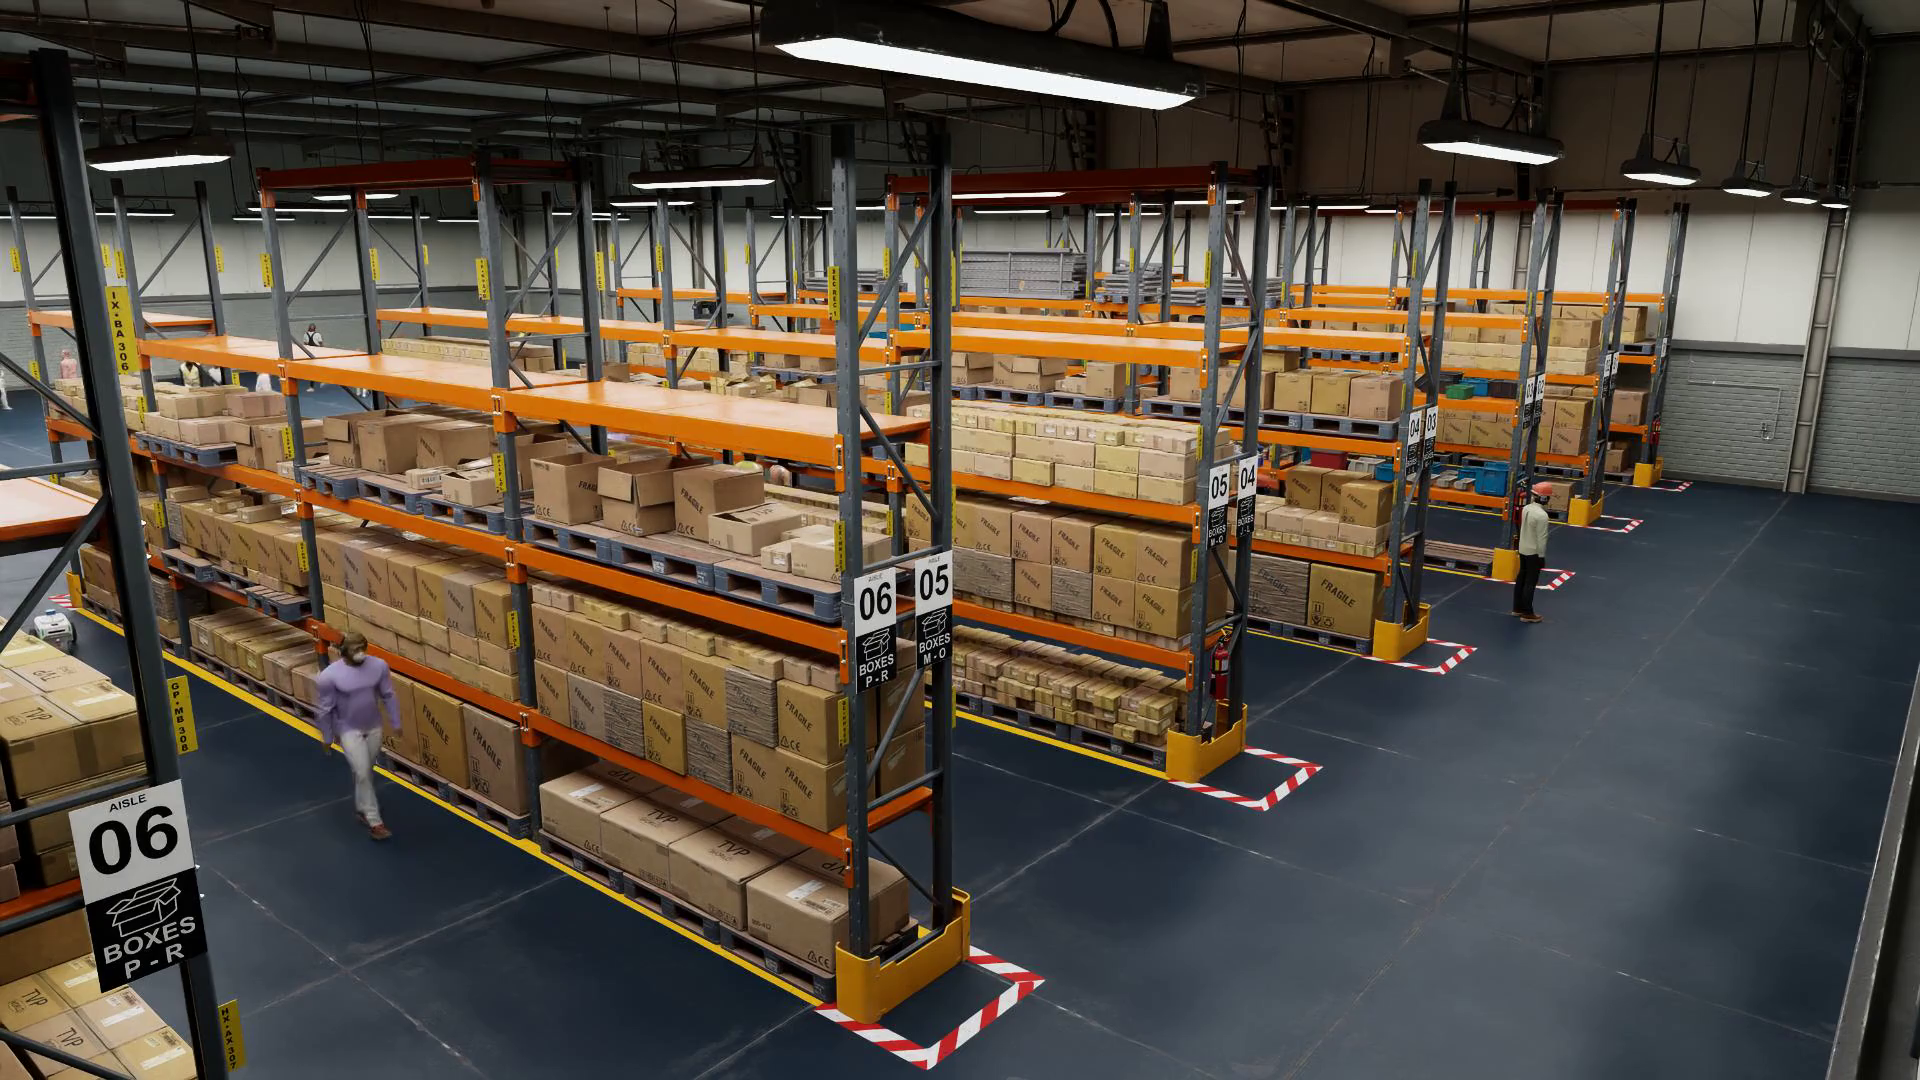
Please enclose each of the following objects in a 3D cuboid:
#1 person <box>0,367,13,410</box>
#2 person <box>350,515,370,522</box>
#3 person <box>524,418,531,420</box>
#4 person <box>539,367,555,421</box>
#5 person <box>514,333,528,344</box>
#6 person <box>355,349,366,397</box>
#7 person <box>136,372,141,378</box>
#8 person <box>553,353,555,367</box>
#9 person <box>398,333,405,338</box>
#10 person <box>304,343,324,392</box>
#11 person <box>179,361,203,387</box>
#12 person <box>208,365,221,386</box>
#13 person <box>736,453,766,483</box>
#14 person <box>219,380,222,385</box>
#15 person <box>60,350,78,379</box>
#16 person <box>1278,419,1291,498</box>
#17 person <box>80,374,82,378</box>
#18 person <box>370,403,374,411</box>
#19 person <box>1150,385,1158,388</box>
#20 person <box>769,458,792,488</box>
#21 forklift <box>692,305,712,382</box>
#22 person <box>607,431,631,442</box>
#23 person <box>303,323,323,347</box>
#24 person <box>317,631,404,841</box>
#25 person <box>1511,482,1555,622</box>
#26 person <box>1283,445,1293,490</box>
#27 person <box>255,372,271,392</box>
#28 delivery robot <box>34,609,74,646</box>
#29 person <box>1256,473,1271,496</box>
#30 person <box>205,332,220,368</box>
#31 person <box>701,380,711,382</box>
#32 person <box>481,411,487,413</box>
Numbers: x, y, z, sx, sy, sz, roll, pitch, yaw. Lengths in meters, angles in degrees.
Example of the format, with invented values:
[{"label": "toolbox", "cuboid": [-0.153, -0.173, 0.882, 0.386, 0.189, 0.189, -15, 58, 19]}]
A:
[{"label": "person", "cuboid": [-29.984, -4.852, 39.201, 0.588, 1.619, 0.524, -5, 14, -18]}, {"label": "person", "cuboid": [-11.403, -1.238, 23.657, 0.379, 1.950, 0.609, -8, 16, -31]}, {"label": "person", "cuboid": [-12.542, -4.276, 36.401, 0.540, 1.828, 0.632, -4, 14, -16]}, {"label": "person", "cuboid": [-11.676, -4.171, 35.885, 0.829, 1.880, 0.650, 7, 15, 25]}, {"label": "person", "cuboid": [-16.436, -6.858, 47.152, 0.950, 1.779, 0.632, 13, 19, 42]}, {"label": "person", "cuboid": [-20.291, -5.656, 42.536, 0.529, 1.599, 0.776, -10, 17, -35]}, {"label": "person", "cuboid": [-25.131, -4.885, 38.826, 1.019, 1.881, 0.560, 0, 14, 1]}, {"label": "person", "cuboid": [-11.764, -4.479, 36.805, 0.395, 2.040, 0.609, -3, 14, -11]}, {"label": "person", "cuboid": [-21.846, -7.294, 49.255, 0.525, 1.618, 0.448, 1, 14, 4]}, {"label": "person", "cuboid": [-22.502, -5.991, 43.734, 0.478, 1.686, 0.547, -1, 14, -3]}, {"label": "person", "cuboid": [-23.446, -4.755, 38.472, 0.628, 1.795, 0.933, -6, 15, -23]}, {"label": "person", "cuboid": [-21.863, -4.486, 37.235, 0.510, 1.848, 0.835, -5, 15, -20]}, {"label": "person", "cuboid": [-3.610, -0.712, 21.760, 0.647, 1.829, 0.670, 7, 15, 27]}, {"label": "person", "cuboid": [-19.106, -3.341, 32.864, 0.539, 1.677, 0.665, -1, 14, -3]}, {"label": "person", "cuboid": [-27.539, -4.929, 38.935, 0.409, 1.907, 0.649, -1, 14, -4]}, {"label": "person", "cuboid": [6.523, -1.777, 25.892, 0.614, 1.941, 0.651, 9, 16, 33]}, {"label": "person", "cuboid": [-25.544, -4.400, 37.087, 0.699, 1.738, 0.518, 8, 16, 29]}, {"label": "person", "cuboid": [-13.396, -2.385, 29.118, 0.516, 1.593, 0.876, 8, 16, 31]}, {"label": "person", "cuboid": [4.907, -3.095, 31.556, 0.444, 1.831, 0.586, 11, 17, 38]}, {"label": "person", "cuboid": [-2.973, -0.626, 21.187, 0.378, 1.925, 0.594, -10, 17, -36]}, {"label": "forklift", "cuboid": [-9.511, -7.392, 47.124, 1.873, 2.768, 1.129, 11, 17, 38]}, {"label": "person", "cuboid": [-6.574, -1.427, 24.303, 0.616, 2.019, 0.828, -10, 17, -35]}, {"label": "person", "cuboid": [-24.846, -7.312, 48.543, 0.683, 2.000, 0.538, 0, 14, -1]}, {"label": "person", "cuboid": [-5.352, 1.758, 11.413, 0.884, 1.906, 0.662, 10, 17, 35]}, {"label": "person", "cuboid": [8.137, 0.158, 17.845, 0.406, 1.987, 0.615, 0, 14, -1]}, {"label": "person", "cuboid": [6.773, -1.945, 26.520, 0.639, 1.972, 0.636, 13, 19, 43]}, {"label": "person", "cuboid": [-19.451, -3.976, 35.125, 1.003, 1.849, 0.676, -7, 15, -25]}, {"label": "delivery robot", "cuboid": [-11.961, 1.157, 16.607, 0.477, 0.478, 0.707, -12, 18, -40]}, {"label": "person", "cuboid": [4.537, -0.050, 18.837, 0.724, 1.923, 0.555, 10, 17, 36]}, {"label": "person", "cuboid": [-28.861, -7.287, 48.631, 0.411, 1.908, 0.643, 4, 14, 15]}, {"label": "person", "cuboid": [-7.155, -4.069, 35.982, 0.509, 1.620, 0.378, -9, 16, -32]}, {"label": "person", "cuboid": [-12.234, -3.384, 32.511, 0.543, 1.938, 0.356, 12, 18, 41]}]
